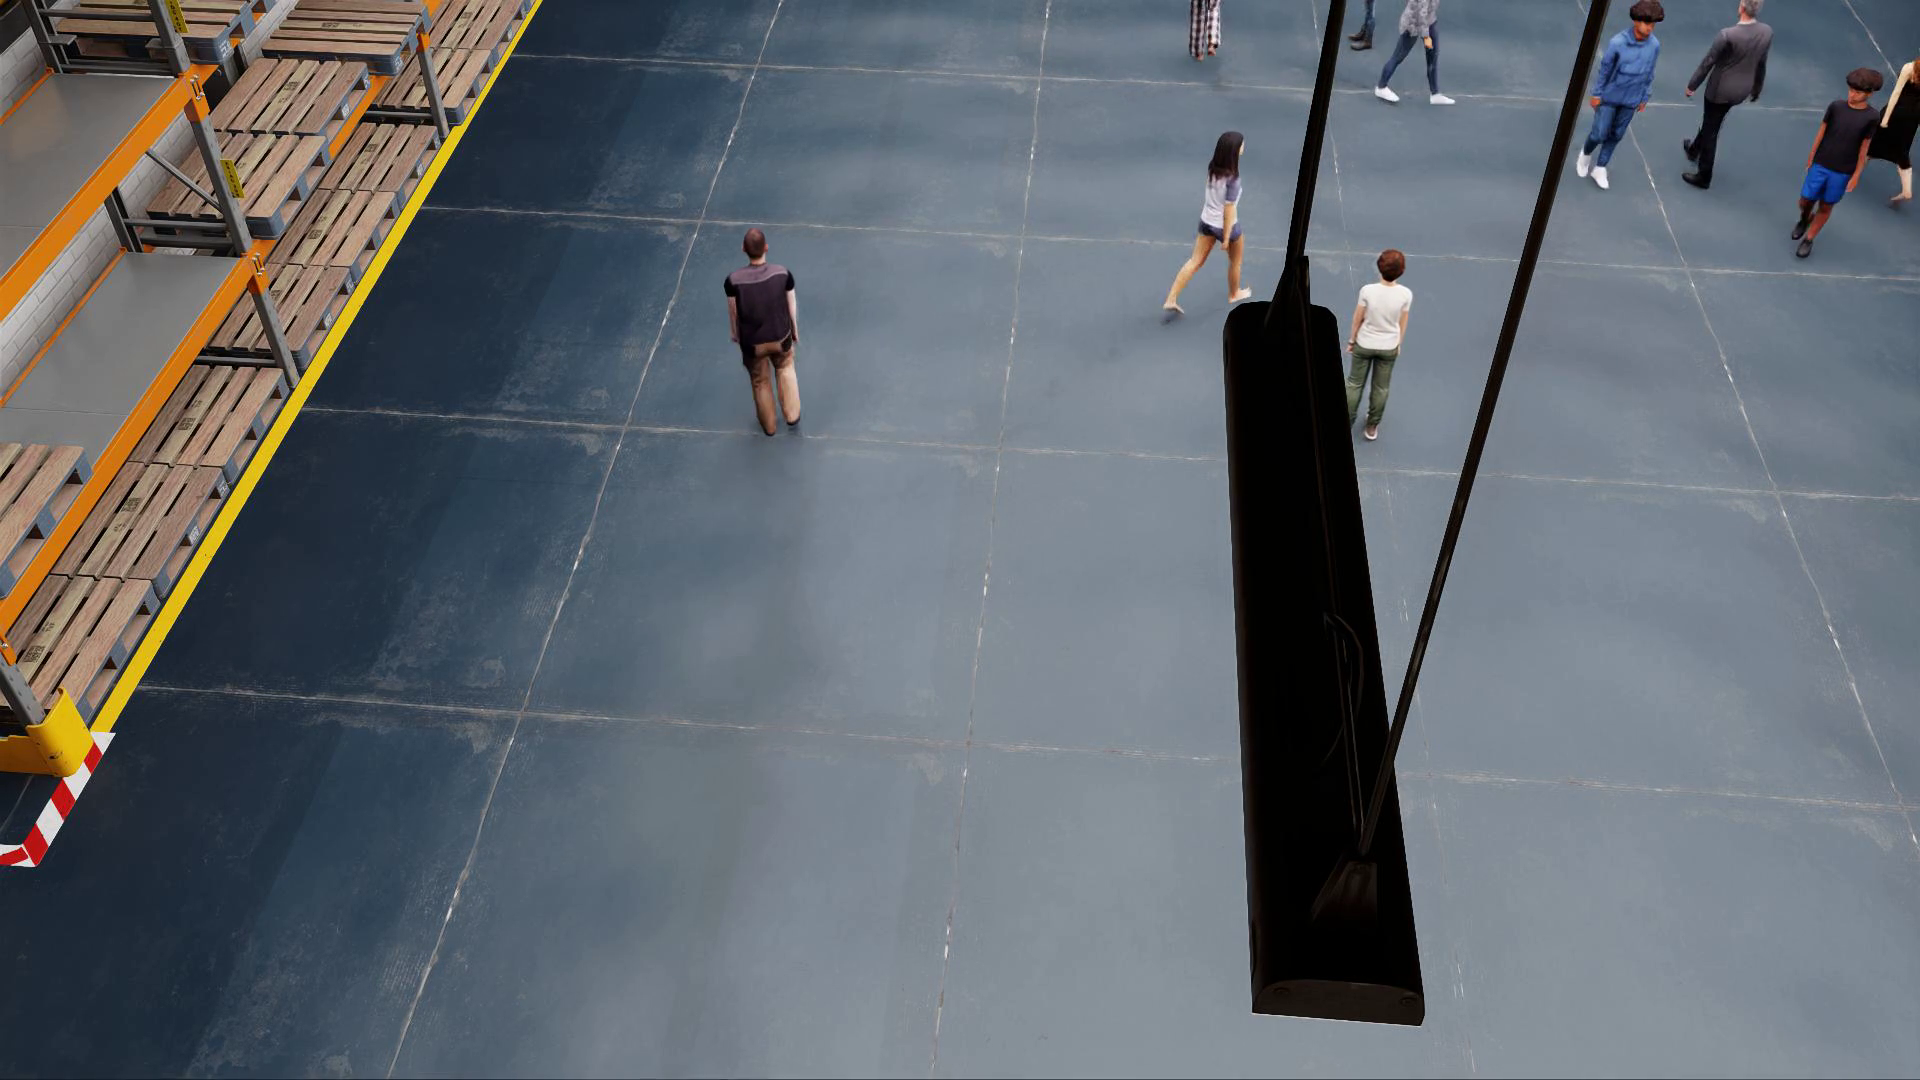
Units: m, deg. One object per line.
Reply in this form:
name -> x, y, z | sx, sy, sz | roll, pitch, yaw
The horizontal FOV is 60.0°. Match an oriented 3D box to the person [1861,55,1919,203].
person -> 8.685, -3.847, 15.221 | 0.782, 1.592, 1.125 | -7, 44, -7

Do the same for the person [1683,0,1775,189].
person -> 7.122, -4.117, 15.351 | 1.011, 1.804, 1.138 | -11, 45, -11

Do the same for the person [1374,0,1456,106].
person -> 4.460, -5.124, 16.485 | 1.032, 1.698, 1.072 | 29, 51, 27

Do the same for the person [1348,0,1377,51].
person -> 4.340, -5.824, 17.496 | 0.565, 1.318, 0.423 | 4, 44, 4

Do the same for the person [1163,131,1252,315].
person -> 2.073, -2.587, 13.825 | 1.077, 1.695, 1.132 | -22, 48, -22

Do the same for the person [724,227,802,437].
person -> -1.476, -1.501, 12.589 | 0.766, 1.827, 0.760 | -9, 44, -10

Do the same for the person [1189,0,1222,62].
person -> 2.568, -5.746, 17.037 | 0.739, 1.838, 0.798 | -6, 44, -6

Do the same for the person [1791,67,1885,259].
person -> 7.680, -3.325, 14.539 | 0.795, 1.779, 0.857 | 28, 50, 26

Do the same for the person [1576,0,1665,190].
person -> 6.083, -4.165, 15.408 | 0.733, 1.797, 0.701 | -2, 44, -2

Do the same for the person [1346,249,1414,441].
person -> 3.180, -1.480, 12.692 | 0.569, 1.653, 0.566 | 8, 44, 8
